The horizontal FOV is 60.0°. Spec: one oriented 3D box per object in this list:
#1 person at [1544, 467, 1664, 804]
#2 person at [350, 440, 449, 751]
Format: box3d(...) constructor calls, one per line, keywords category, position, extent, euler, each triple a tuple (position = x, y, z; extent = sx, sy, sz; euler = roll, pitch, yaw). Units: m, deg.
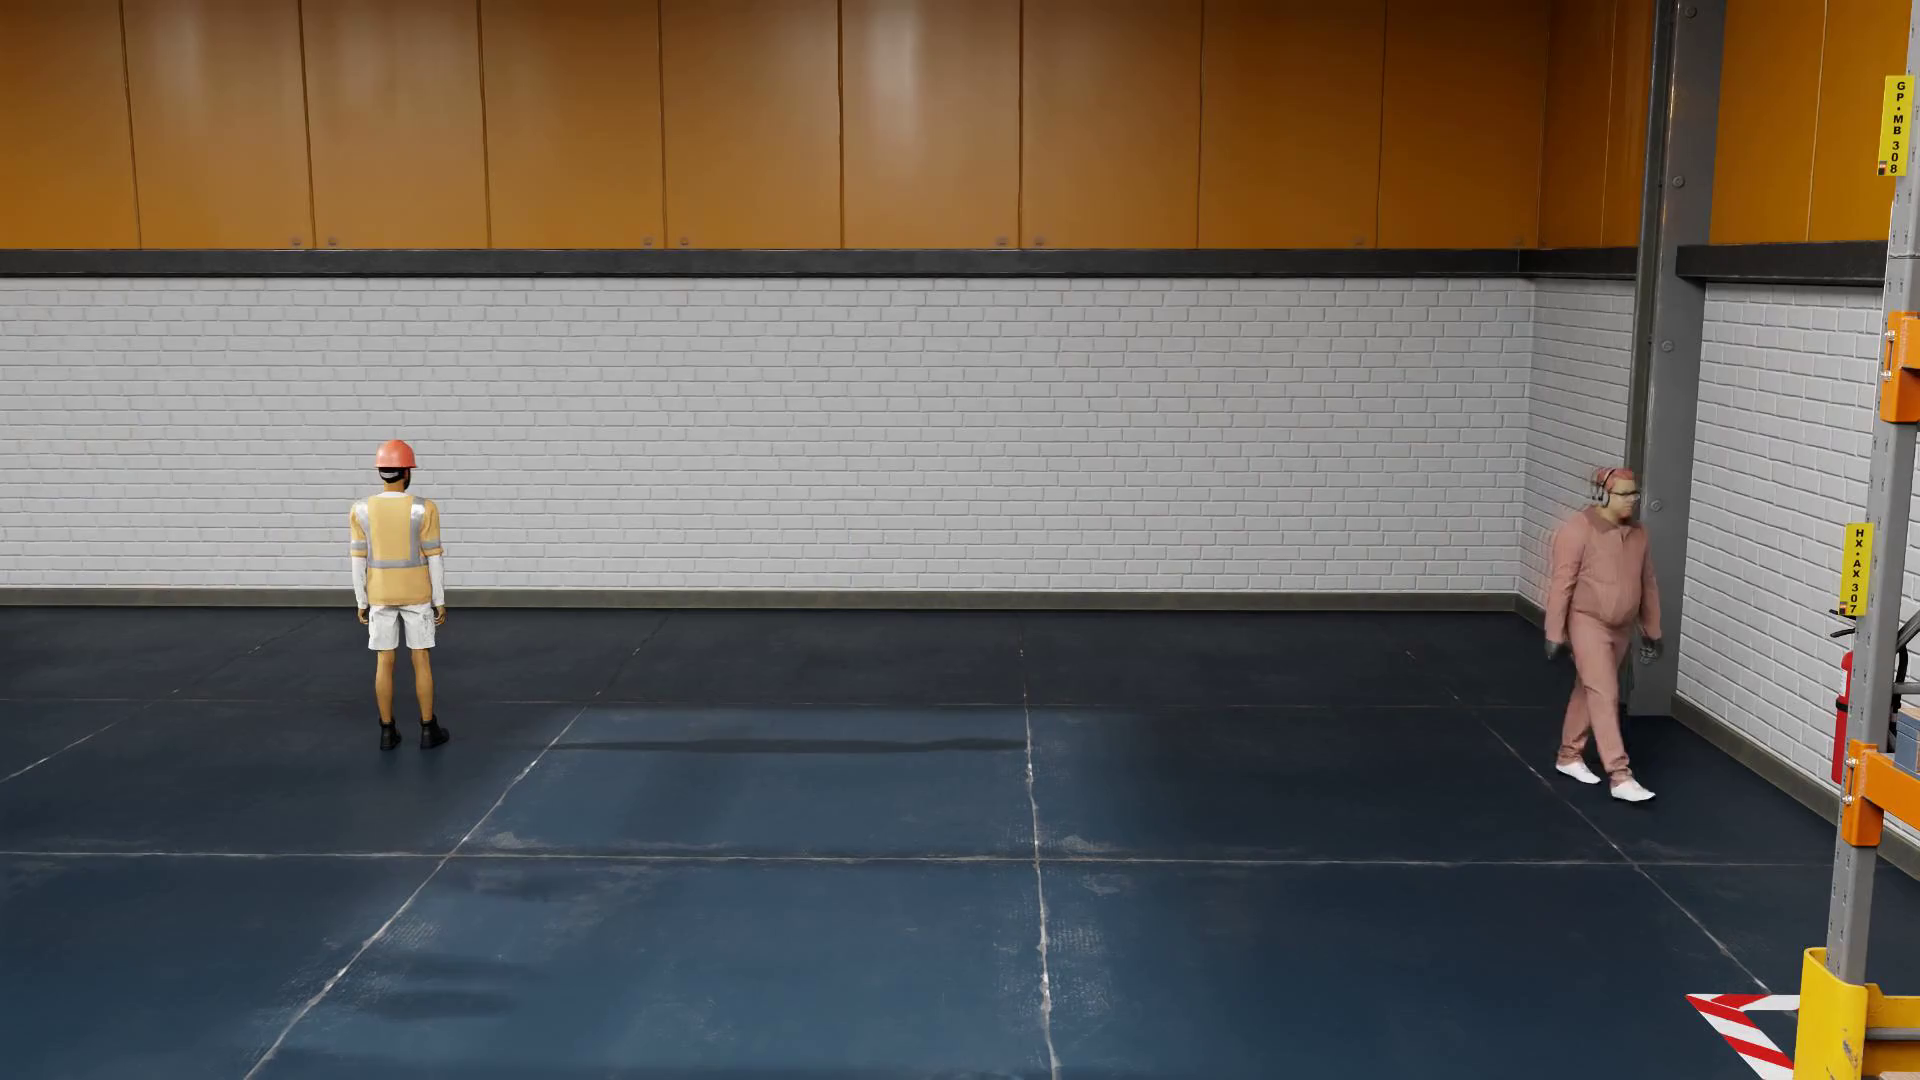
box3d(category="person", position=(3.724, 0.533, 9.366), extent=(0.679, 1.868, 0.905), euler=(-5, 11, -29))
box3d(category="person", position=(-3.471, 0.342, 10.338), extent=(0.551, 1.932, 0.377), euler=(-1, 10, -4))
